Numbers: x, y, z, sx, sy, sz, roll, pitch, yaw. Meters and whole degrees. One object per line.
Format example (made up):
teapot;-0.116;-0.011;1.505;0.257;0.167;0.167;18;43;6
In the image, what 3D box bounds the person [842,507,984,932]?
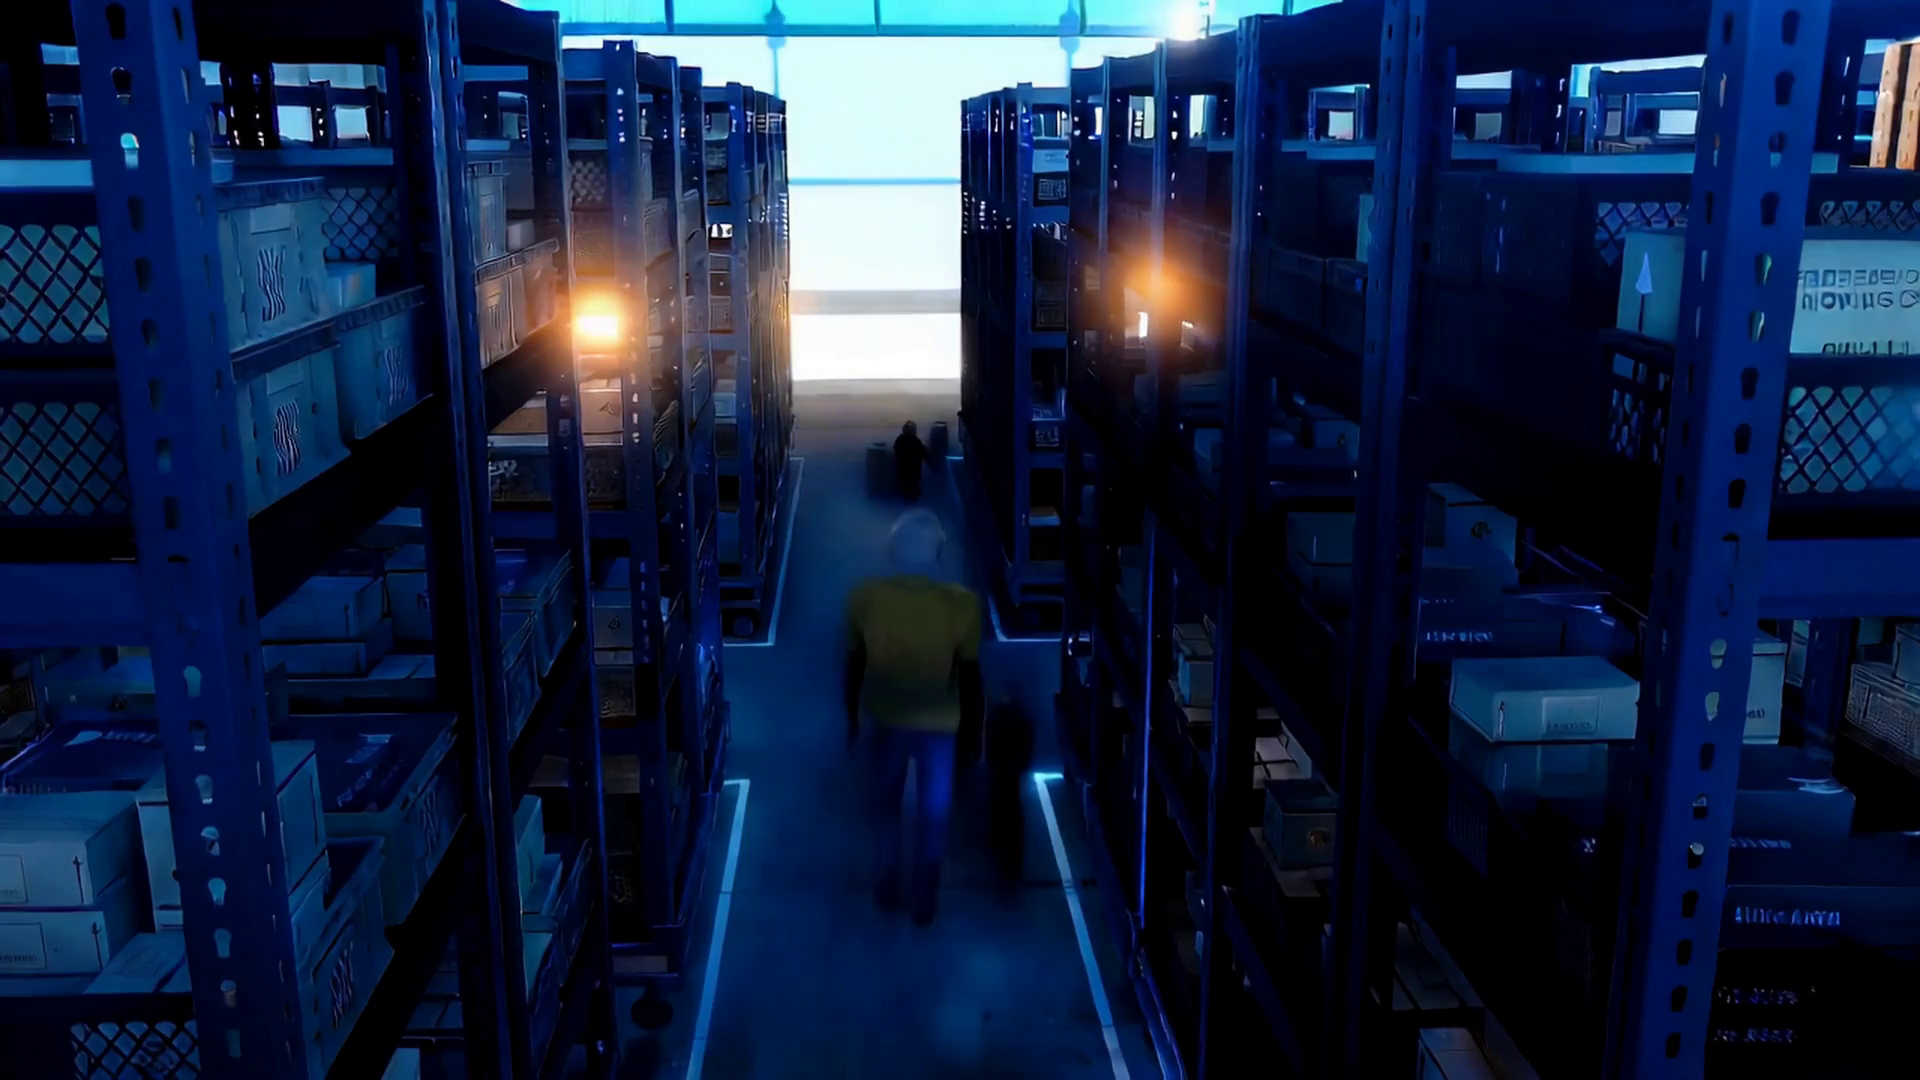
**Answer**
person;-0.195;0.773;6.848;0.597;1.828;0.513;1;14;2
